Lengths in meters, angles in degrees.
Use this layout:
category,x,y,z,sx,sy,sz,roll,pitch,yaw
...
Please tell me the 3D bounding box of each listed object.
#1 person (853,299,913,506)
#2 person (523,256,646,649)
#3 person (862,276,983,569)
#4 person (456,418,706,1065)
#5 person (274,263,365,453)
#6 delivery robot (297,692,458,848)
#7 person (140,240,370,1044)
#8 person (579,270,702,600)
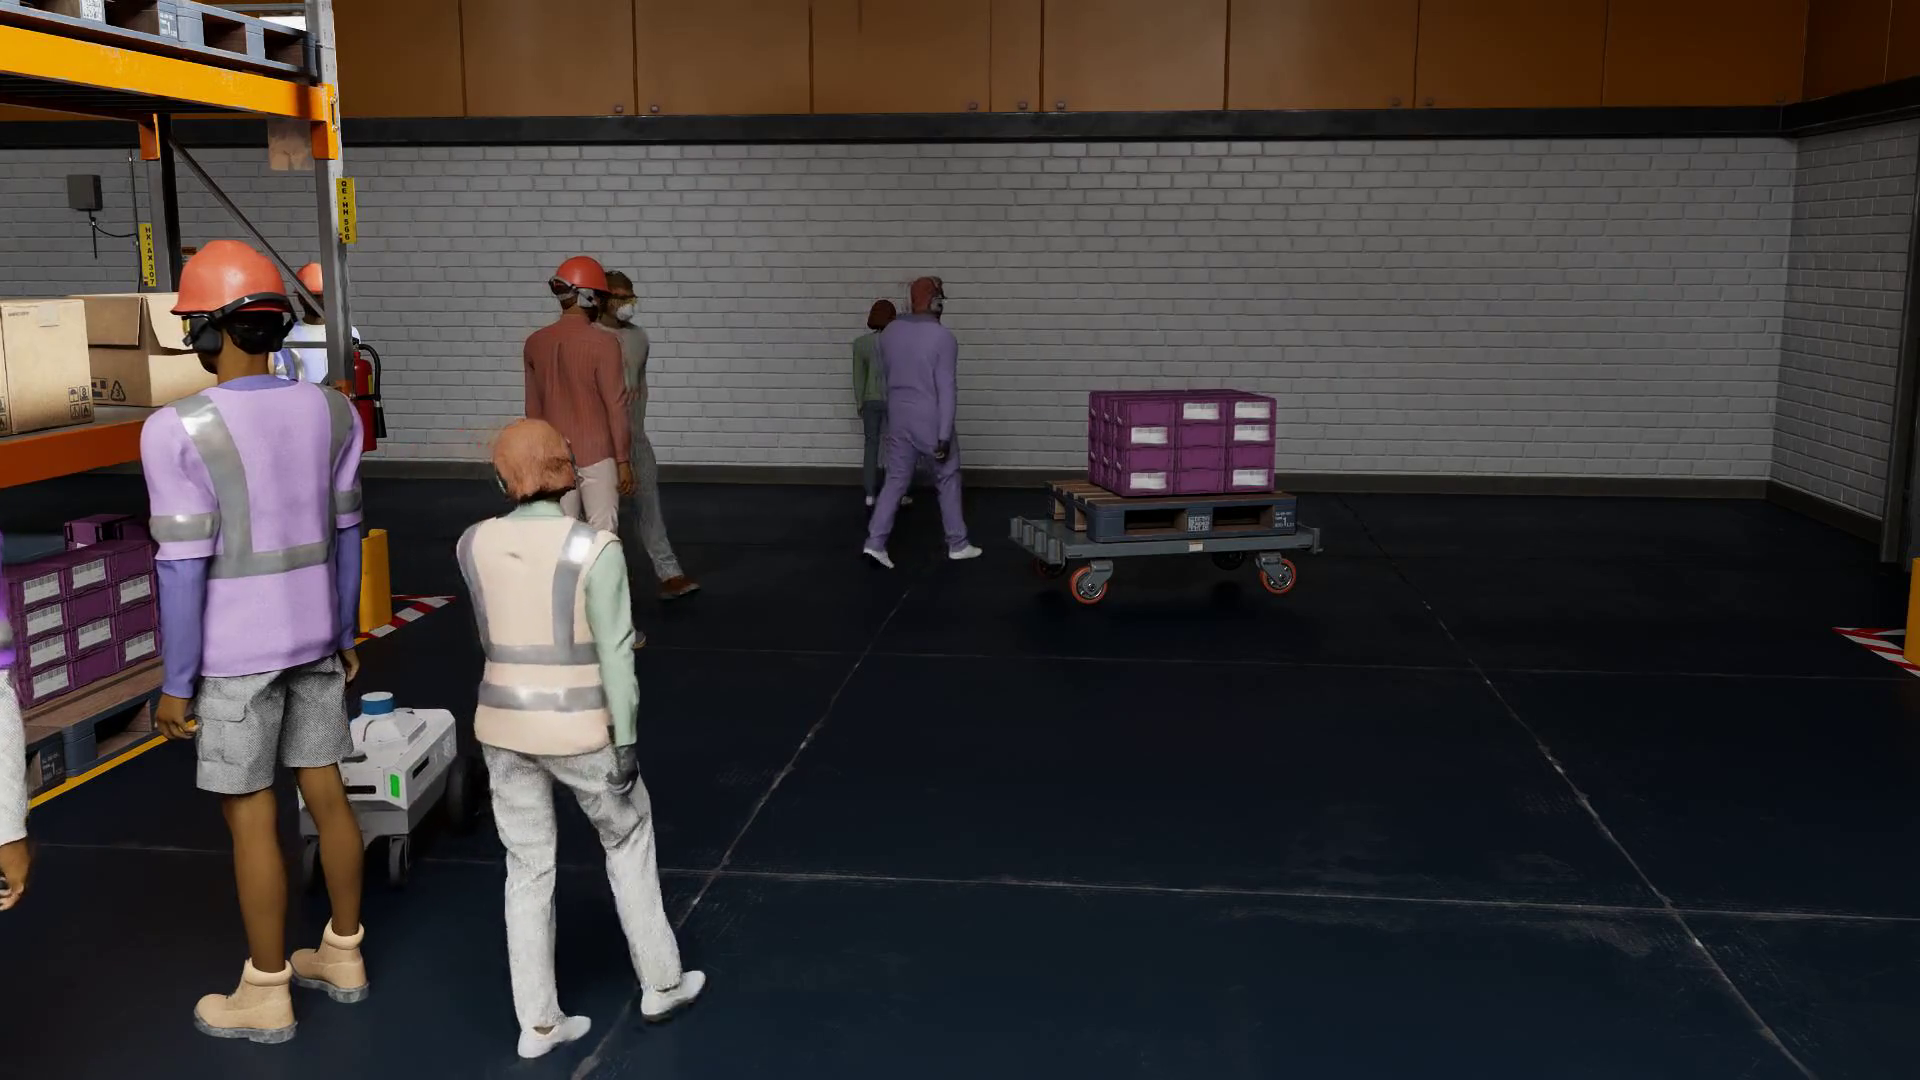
category,x,y,z,sx,sy,sz,roll,pitch,yaw
person,-0.597,-1.077,13.143,0.499,1.633,0.286,2,10,12
person,-1.886,-0.418,8.359,0.608,1.987,0.391,5,11,27
person,-0.262,-0.746,10.601,0.642,1.866,0.955,7,12,36
person,-0.995,0.487,4.279,0.532,1.607,0.648,4,11,20
person,-3.885,-0.704,10.138,0.545,1.938,0.361,-8,13,-39
delivery robot,-1.916,0.747,5.504,0.477,0.478,0.707,0,10,-2
person,-1.801,0.267,4.274,0.371,2.044,0.608,5,11,27
person,-1.895,-0.561,9.434,0.943,1.894,0.625,8,13,38
